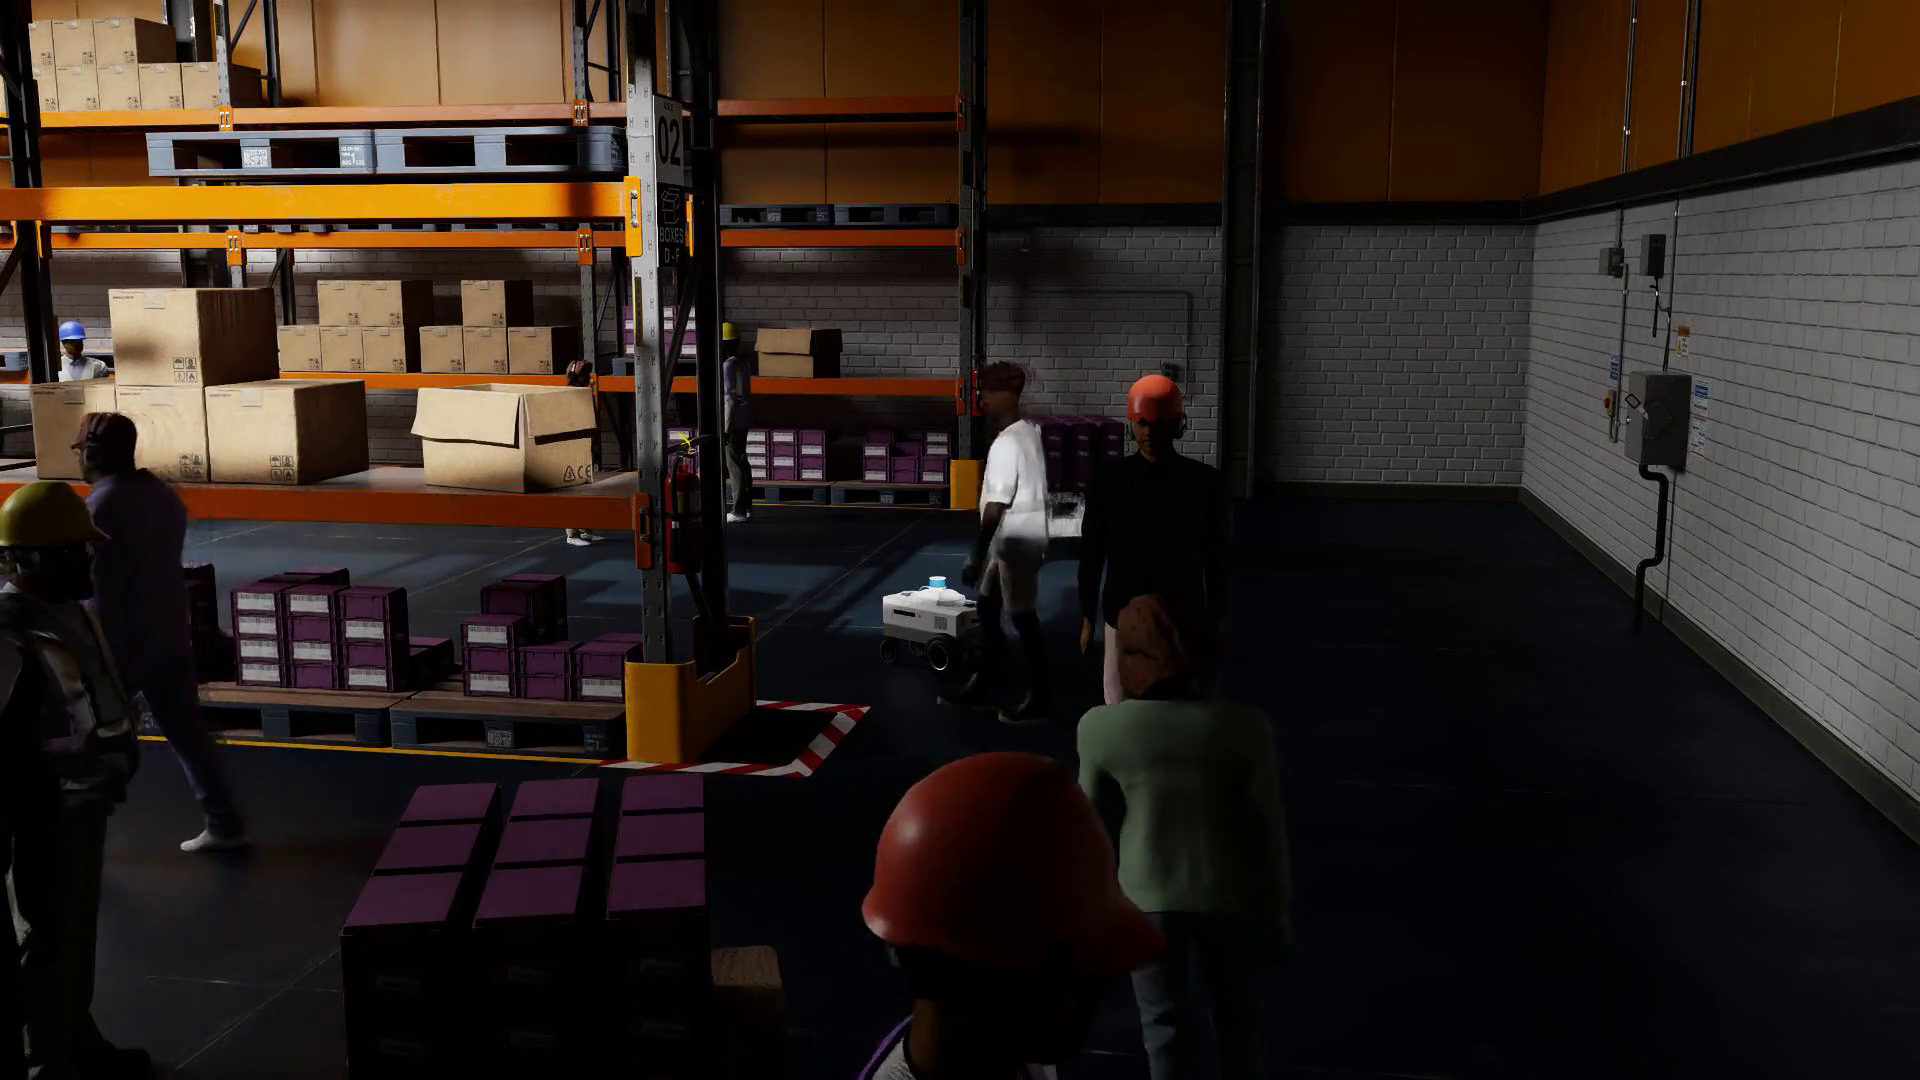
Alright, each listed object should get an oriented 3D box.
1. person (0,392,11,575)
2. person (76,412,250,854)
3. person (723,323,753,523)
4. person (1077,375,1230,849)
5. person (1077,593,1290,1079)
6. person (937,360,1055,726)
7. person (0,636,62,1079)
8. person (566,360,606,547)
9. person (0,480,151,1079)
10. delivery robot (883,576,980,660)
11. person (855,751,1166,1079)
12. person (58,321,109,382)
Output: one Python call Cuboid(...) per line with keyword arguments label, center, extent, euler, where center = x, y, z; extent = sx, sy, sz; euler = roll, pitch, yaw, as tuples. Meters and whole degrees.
Cuboid(label="person", center=(-7.902, -0.627, 13.324), extent=(0.937, 1.792, 0.517), euler=(5, 10, 29))
Cuboid(label="person", center=(-3.415, 0.405, 6.763), extent=(0.973, 1.851, 0.657), euler=(2, 9, 9))
Cuboid(label="person", center=(-2.196, -1.121, 15.989), extent=(0.382, 1.924, 0.594), euler=(1, 9, 8))
Cuboid(label="person", center=(0.793, 0.315, 6.867), extent=(0.623, 1.993, 0.385), euler=(1, 9, 9))
Cuboid(label="person", center=(0.557, 0.935, 4.213), extent=(0.537, 1.609, 0.375), euler=(1, 9, 5))
Cuboid(label="person", center=(0.157, 0.025, 8.808), extent=(0.763, 1.940, 0.630), euler=(2, 9, 11))
Cuboid(label="person", center=(-2.378, 0.854, 3.791), extent=(0.590, 1.911, 0.391), euler=(-3, 10, -18))
Cuboid(label="person", center=(-3.352, -0.770, 14.701), extent=(0.308, 1.640, 0.511), euler=(2, 9, 13))
Cuboid(label="person", center=(-2.562, 0.738, 4.753), extent=(0.404, 1.829, 0.600), euler=(-2, 9, -13))
Cuboid(label="delivery robot", center=(-0.136, 0.465, 10.107), extent=(0.707, 0.478, 0.477), euler=(8, 12, 41))
Cuboid(label="person", center=(0.026, 1.161, 1.835), extent=(0.397, 1.923, 0.577), euler=(3, 10, 19))
Cuboid(label="person", center=(-8.229, -1.057, 15.516), extent=(0.614, 1.950, 0.375), euler=(-7, 11, -35))
